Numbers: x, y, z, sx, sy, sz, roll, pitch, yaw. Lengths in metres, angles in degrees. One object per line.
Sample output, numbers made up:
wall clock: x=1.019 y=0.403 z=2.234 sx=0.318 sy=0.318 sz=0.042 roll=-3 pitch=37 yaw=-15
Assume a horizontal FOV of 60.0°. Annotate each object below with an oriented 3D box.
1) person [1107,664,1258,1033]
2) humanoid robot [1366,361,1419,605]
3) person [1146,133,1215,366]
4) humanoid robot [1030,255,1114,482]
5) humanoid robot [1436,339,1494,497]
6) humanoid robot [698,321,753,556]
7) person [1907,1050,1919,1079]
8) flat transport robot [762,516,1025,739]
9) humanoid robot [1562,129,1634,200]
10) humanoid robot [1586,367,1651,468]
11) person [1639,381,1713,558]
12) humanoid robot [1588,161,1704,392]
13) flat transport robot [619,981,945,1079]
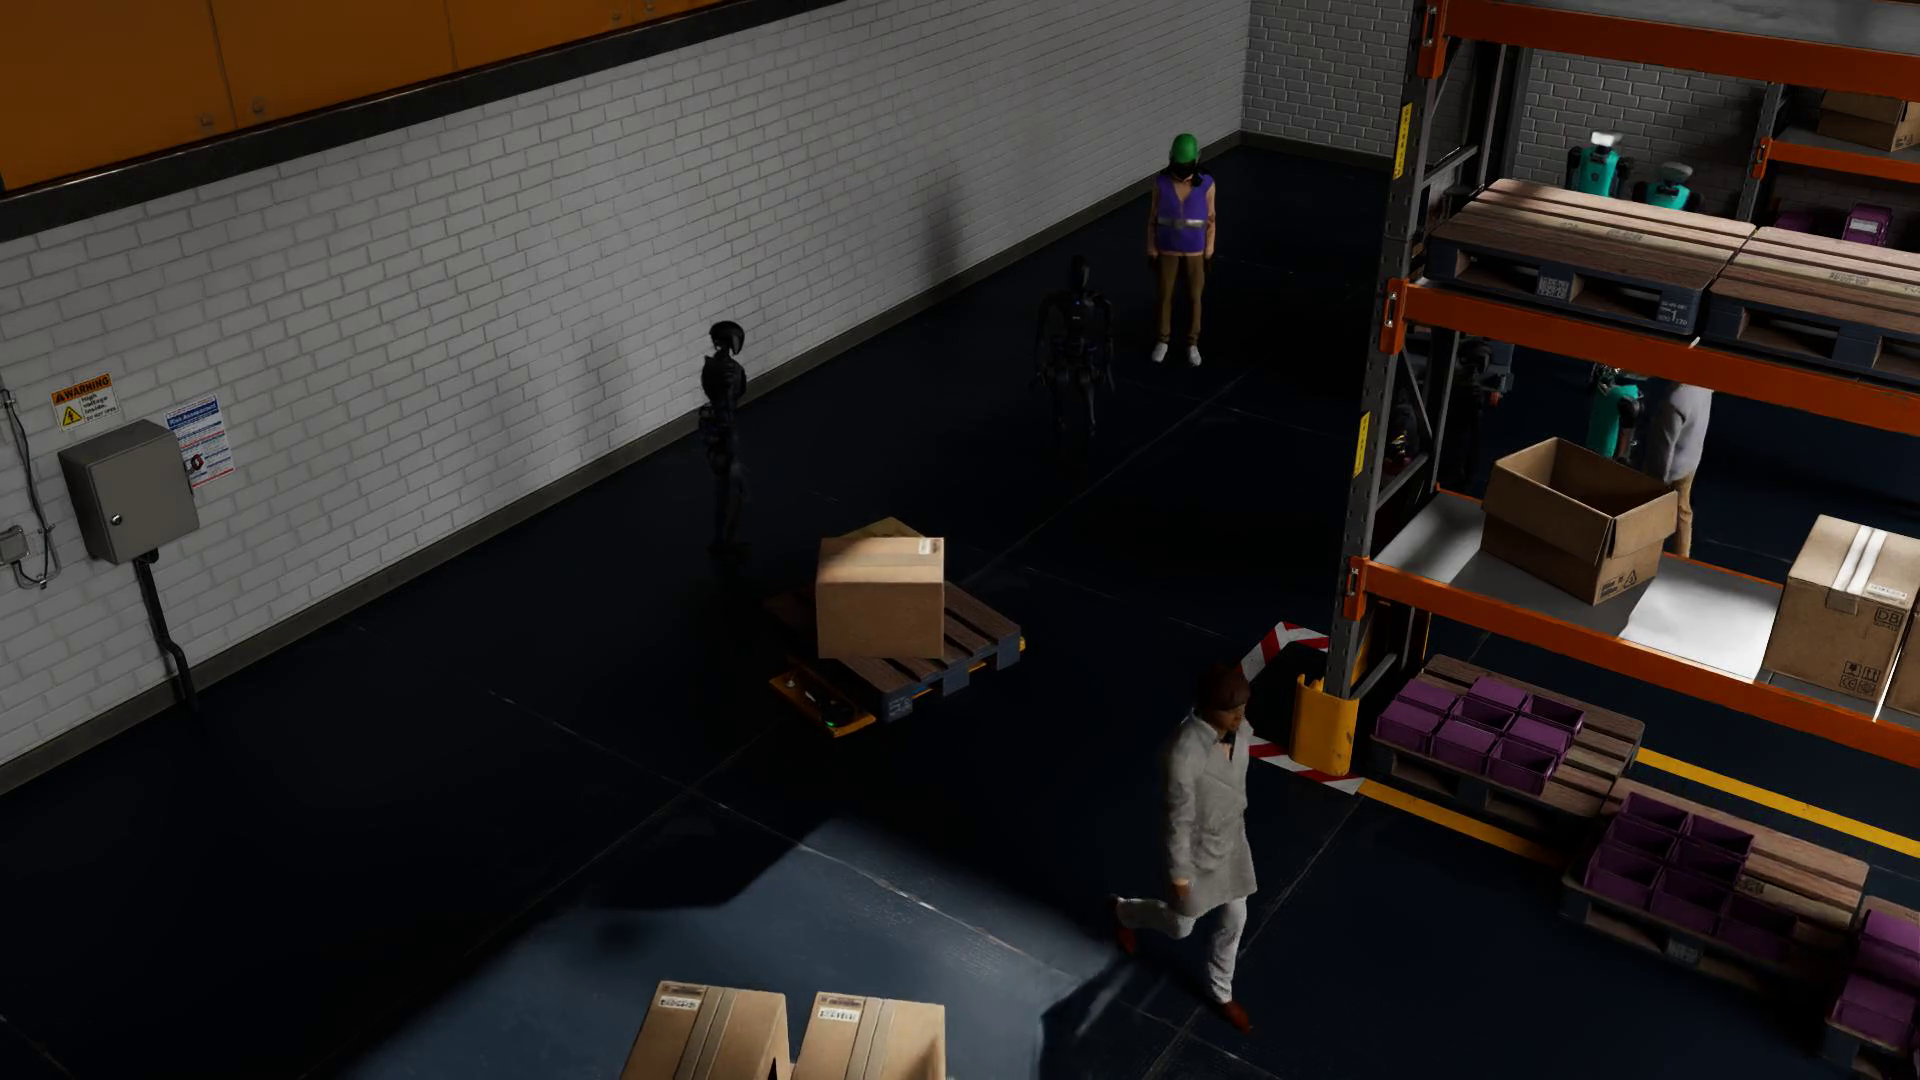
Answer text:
person: x=1.024 y=1.292 z=7.272 sx=0.510 sy=1.797 sz=0.741 roll=-19 pitch=35 yaw=-29
humanoid robot: x=2.639 y=-0.330 z=10.206 sx=0.310 sy=1.652 sz=0.612 roll=3 pitch=30 yaw=6
person: x=1.783 y=-2.361 z=13.489 sx=0.549 sy=1.919 sz=0.433 roll=5 pitch=30 yaw=8
humanoid robot: x=0.797 y=-1.216 z=11.738 sx=0.598 sy=1.647 sz=0.484 roll=0 pitch=30 yaw=0
humanoid robot: x=3.075 y=-0.515 z=10.520 sx=0.445 sy=1.644 sz=0.603 roll=-4 pitch=30 yaw=-8
humanoid robot: x=-1.530 y=-0.645 z=10.759 sx=0.355 sy=1.645 sz=0.610 roll=-8 pitch=31 yaw=-13
person: x=4.303 y=1.614 z=6.608 sx=0.440 sy=1.895 sz=0.665 roll=21 pitch=36 yaw=32
flat transport robot: x=-0.360 y=0.697 z=9.831 sx=1.431 sy=0.231 sz=0.659 roll=-23 pitch=37 yaw=-34
humanoid robot: x=5.441 y=-2.715 z=14.280 sx=0.599 sy=1.775 sz=0.872 roll=20 pitch=35 yaw=31
humanoid robot: x=4.065 y=-0.277 z=10.133 sx=0.647 sy=1.870 sz=0.547 roll=-1 pitch=30 yaw=-2
person: x=4.407 y=-0.553 z=10.545 sx=0.570 sy=1.718 sz=0.789 roll=-23 pitch=37 yaw=-35
humanoid robot: x=5.318 y=-1.987 z=13.056 sx=0.541 sy=1.805 sz=0.951 roll=19 pitch=35 yaw=30
flat transport robot: x=-0.665 y=2.646 z=6.450 sx=0.659 sy=0.231 sz=1.431 roll=4 pitch=30 yaw=7
